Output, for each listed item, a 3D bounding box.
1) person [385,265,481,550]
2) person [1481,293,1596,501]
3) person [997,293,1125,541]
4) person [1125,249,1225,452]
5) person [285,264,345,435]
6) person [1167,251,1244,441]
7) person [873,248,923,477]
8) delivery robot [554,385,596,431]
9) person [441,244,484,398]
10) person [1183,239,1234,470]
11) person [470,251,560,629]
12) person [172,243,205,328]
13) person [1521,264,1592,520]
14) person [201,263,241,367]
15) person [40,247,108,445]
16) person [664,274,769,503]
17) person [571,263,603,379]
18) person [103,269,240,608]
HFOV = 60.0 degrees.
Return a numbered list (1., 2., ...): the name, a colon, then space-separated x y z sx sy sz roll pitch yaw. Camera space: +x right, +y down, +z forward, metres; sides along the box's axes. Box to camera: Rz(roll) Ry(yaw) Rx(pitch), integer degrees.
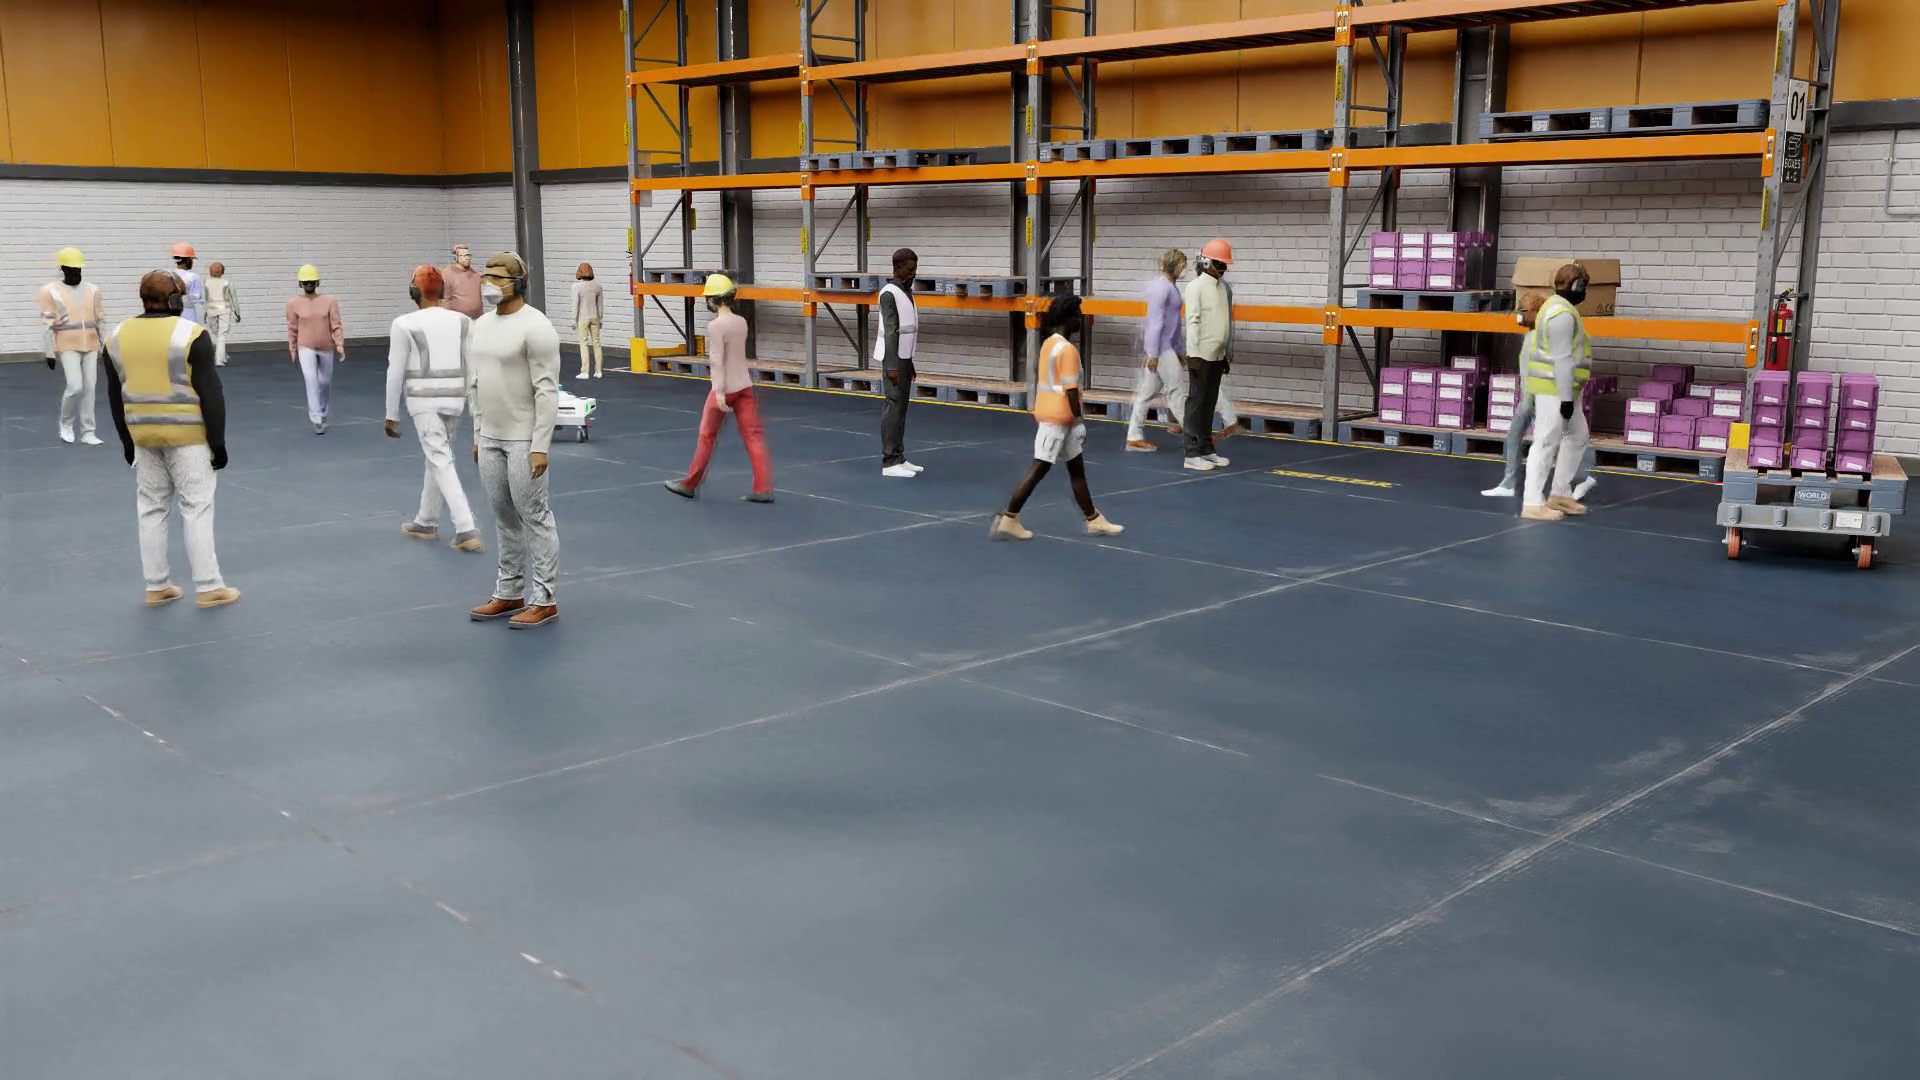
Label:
1. person: -3.410 -0.859 10.805 0.975 1.838 0.593 9 13 39
2. person: 4.463 -1.081 12.665 0.774 1.597 0.495 3 11 15
3. person: 0.646 -0.802 11.011 0.891 1.653 0.539 -1 10 -7
4. person: 1.985 -1.736 15.428 0.973 1.885 0.651 2 11 13
5. person: -6.670 -1.984 17.197 0.521 1.729 0.875 -6 12 -31
6. person: 2.482 -1.937 16.504 0.642 1.903 0.990 -10 14 -44
7. person: -0.521 -1.499 14.067 0.391 1.913 0.587 2 11 11
8. delivery robot: -3.946 -1.280 16.320 0.707 0.478 0.477 0 10 1
9. person: -6.211 -2.748 20.896 0.408 1.908 0.646 6 12 30
10. person: 2.171 -1.610 14.473 0.393 1.986 0.610 7 13 35
11. person: -2.317 -0.513 8.622 0.632 1.940 0.372 8 13 38
12. person: -9.288 -2.592 19.996 0.573 1.925 0.404 3 11 14
13. person: 4.338 -1.048 11.870 0.613 1.811 0.674 3 11 17
14. person: -11.467 -3.499 25.835 0.534 1.585 0.874 -1 10 -7
15. person: -8.496 -1.857 16.038 0.409 1.912 0.585 6 12 31
16. person: -1.831 -1.140 12.630 0.893 1.726 0.531 6 12 28
17. person: -5.279 -3.101 23.564 0.507 1.632 0.272 -10 15 -44
18. person: -4.275 -0.544 9.058 0.632 1.840 0.429 1 10 8
